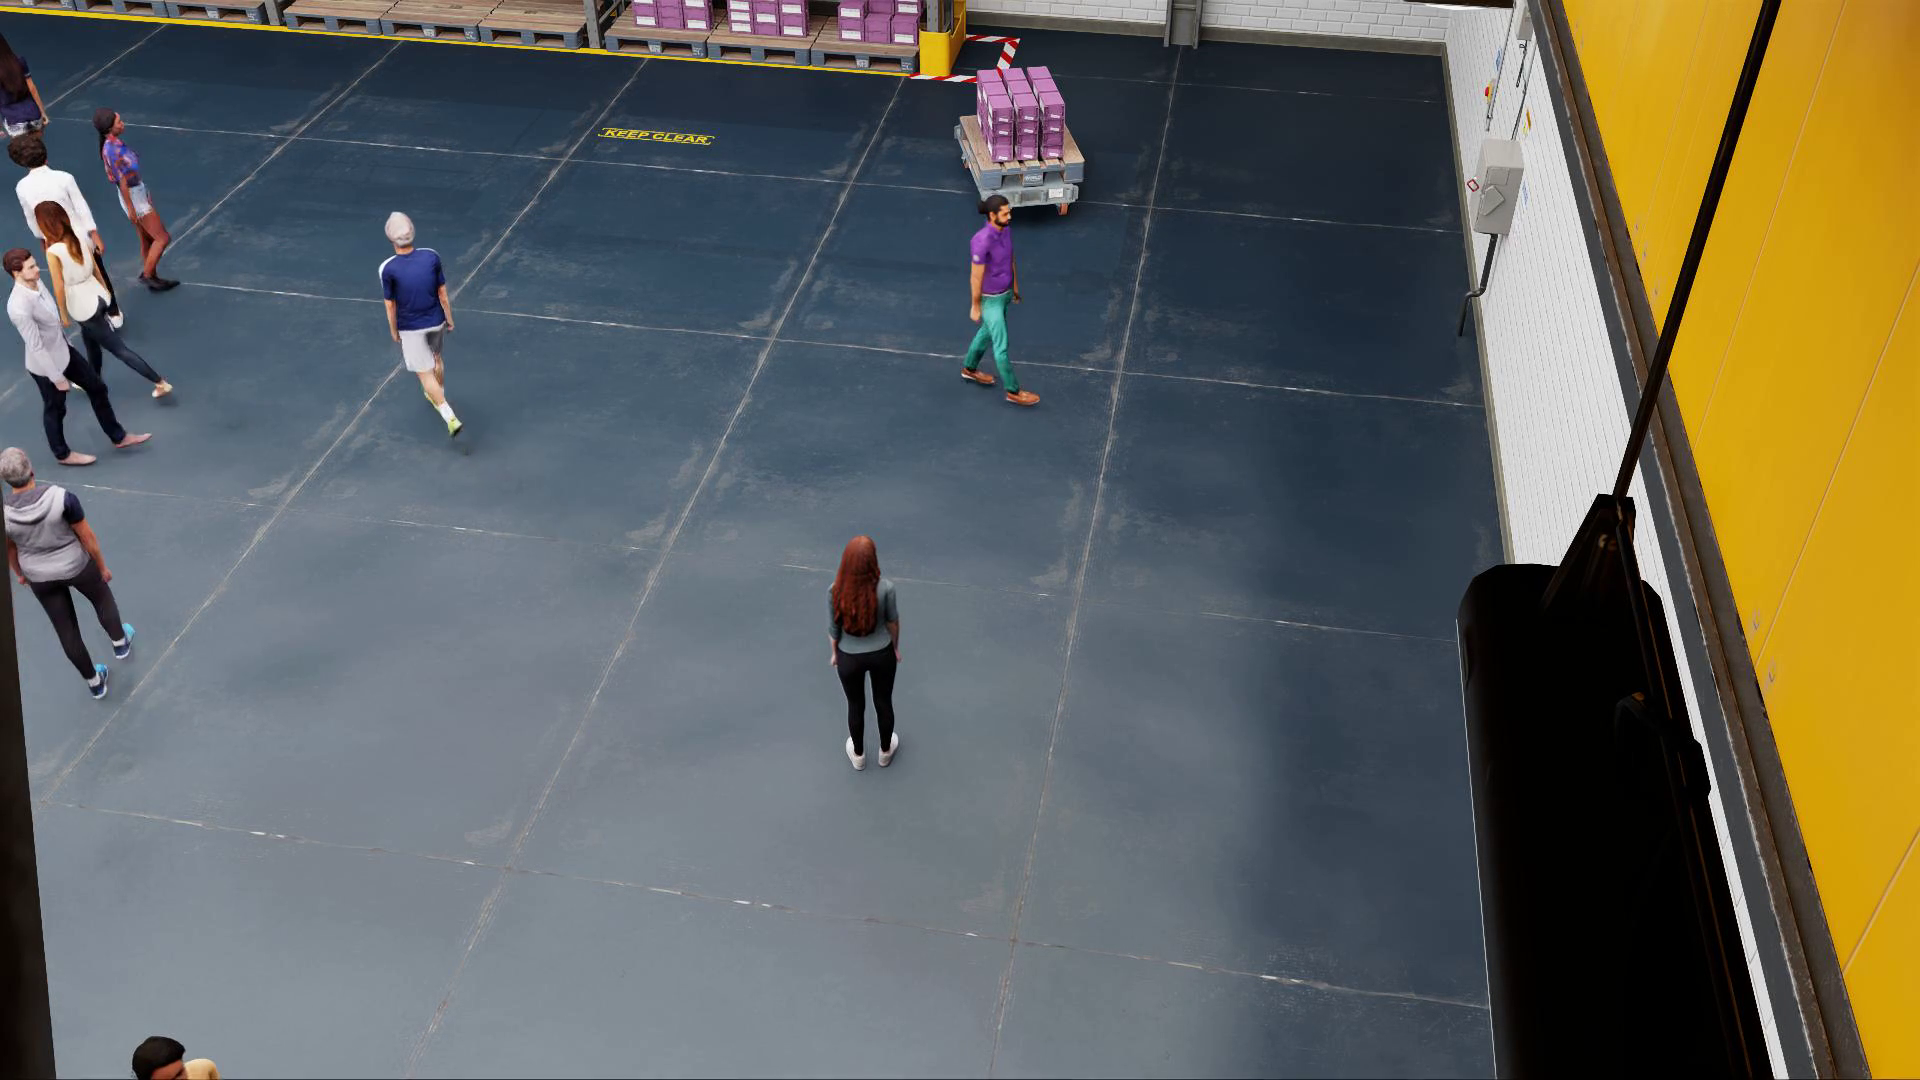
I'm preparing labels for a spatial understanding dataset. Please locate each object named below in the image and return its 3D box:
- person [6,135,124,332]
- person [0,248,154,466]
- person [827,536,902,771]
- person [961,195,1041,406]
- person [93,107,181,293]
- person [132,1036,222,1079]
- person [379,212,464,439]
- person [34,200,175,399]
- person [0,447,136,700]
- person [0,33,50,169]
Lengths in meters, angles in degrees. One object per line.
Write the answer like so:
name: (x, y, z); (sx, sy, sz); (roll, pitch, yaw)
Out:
person: (-7.376, -2.464, 13.829); (0.842, 1.767, 0.906); (-7, 39, -9)
person: (-6.845, -1.338, 12.373); (1.022, 1.824, 0.877); (-4, 39, -5)
person: (-0.561, 0.690, 9.900); (0.556, 1.743, 0.686); (-3, 39, -3)
person: (0.202, -1.943, 13.199); (1.090, 1.741, 0.848); (19, 42, 22)
person: (-7.239, -2.894, 14.397); (0.750, 1.731, 0.712); (-12, 40, -15)
person: (-3.345, 2.745, 7.399); (0.645, 1.654, 0.650); (19, 43, 23)
person: (-4.091, -1.619, 12.735); (1.091, 1.813, 1.193); (-27, 46, -30)
person: (-6.721, -1.807, 13.030); (1.148, 1.738, 0.633); (5, 39, 6)
person: (-5.616, 0.264, 10.379); (0.958, 1.811, 0.996); (-13, 40, -16)
person: (-8.819, -3.940, 15.701); (1.062, 1.738, 0.881); (26, 46, 29)
